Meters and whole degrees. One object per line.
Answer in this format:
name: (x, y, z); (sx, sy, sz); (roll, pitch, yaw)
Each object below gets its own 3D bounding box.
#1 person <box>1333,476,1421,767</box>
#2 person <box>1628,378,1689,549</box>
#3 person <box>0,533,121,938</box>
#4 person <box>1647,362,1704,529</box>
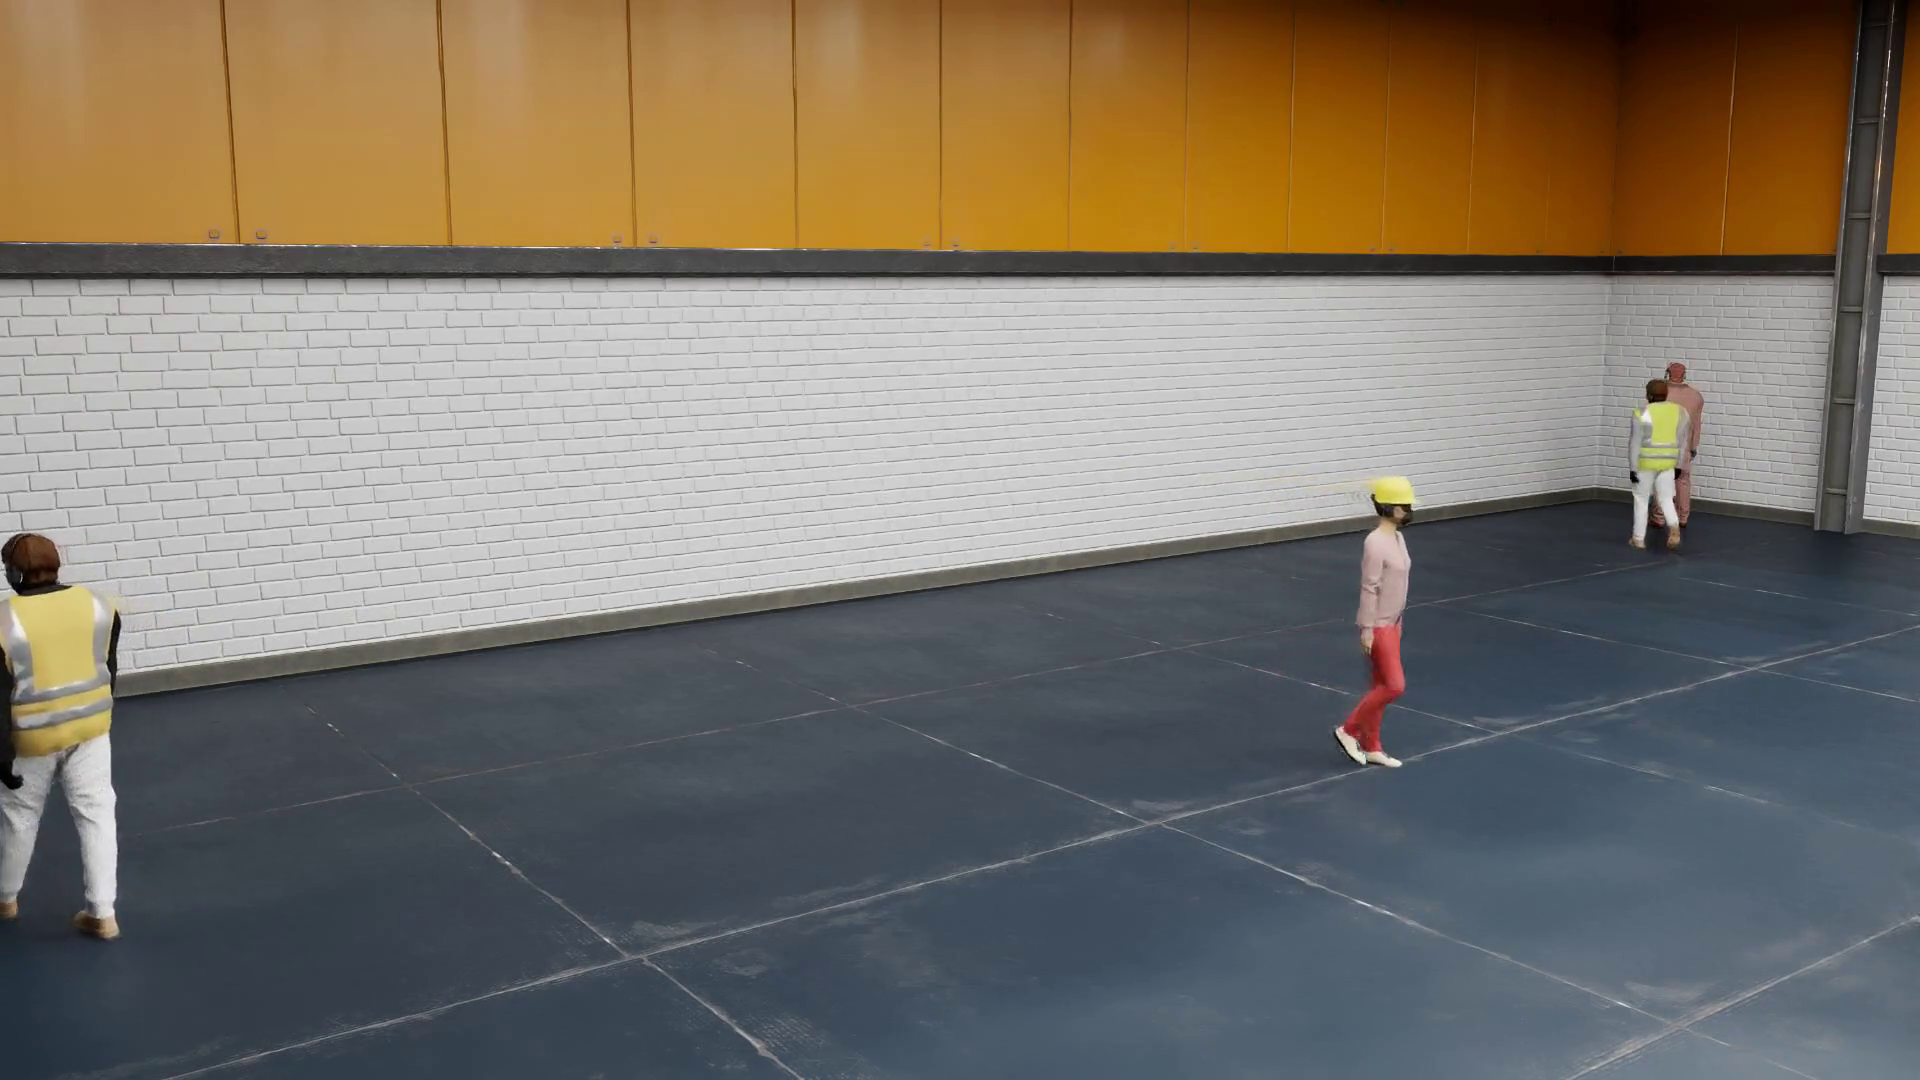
person: (2.507, 0.497, 9.780); (0.369, 1.759, 0.539); (6, 11, 31)
person: (7.329, -0.785, 17.492); (0.636, 1.826, 0.699); (0, 9, -2)
person: (-4.101, 0.853, 7.446); (0.869, 1.803, 0.630); (8, 12, 40)
person: (8.139, -1.078, 19.051); (0.652, 1.906, 0.403); (-2, 9, -10)
